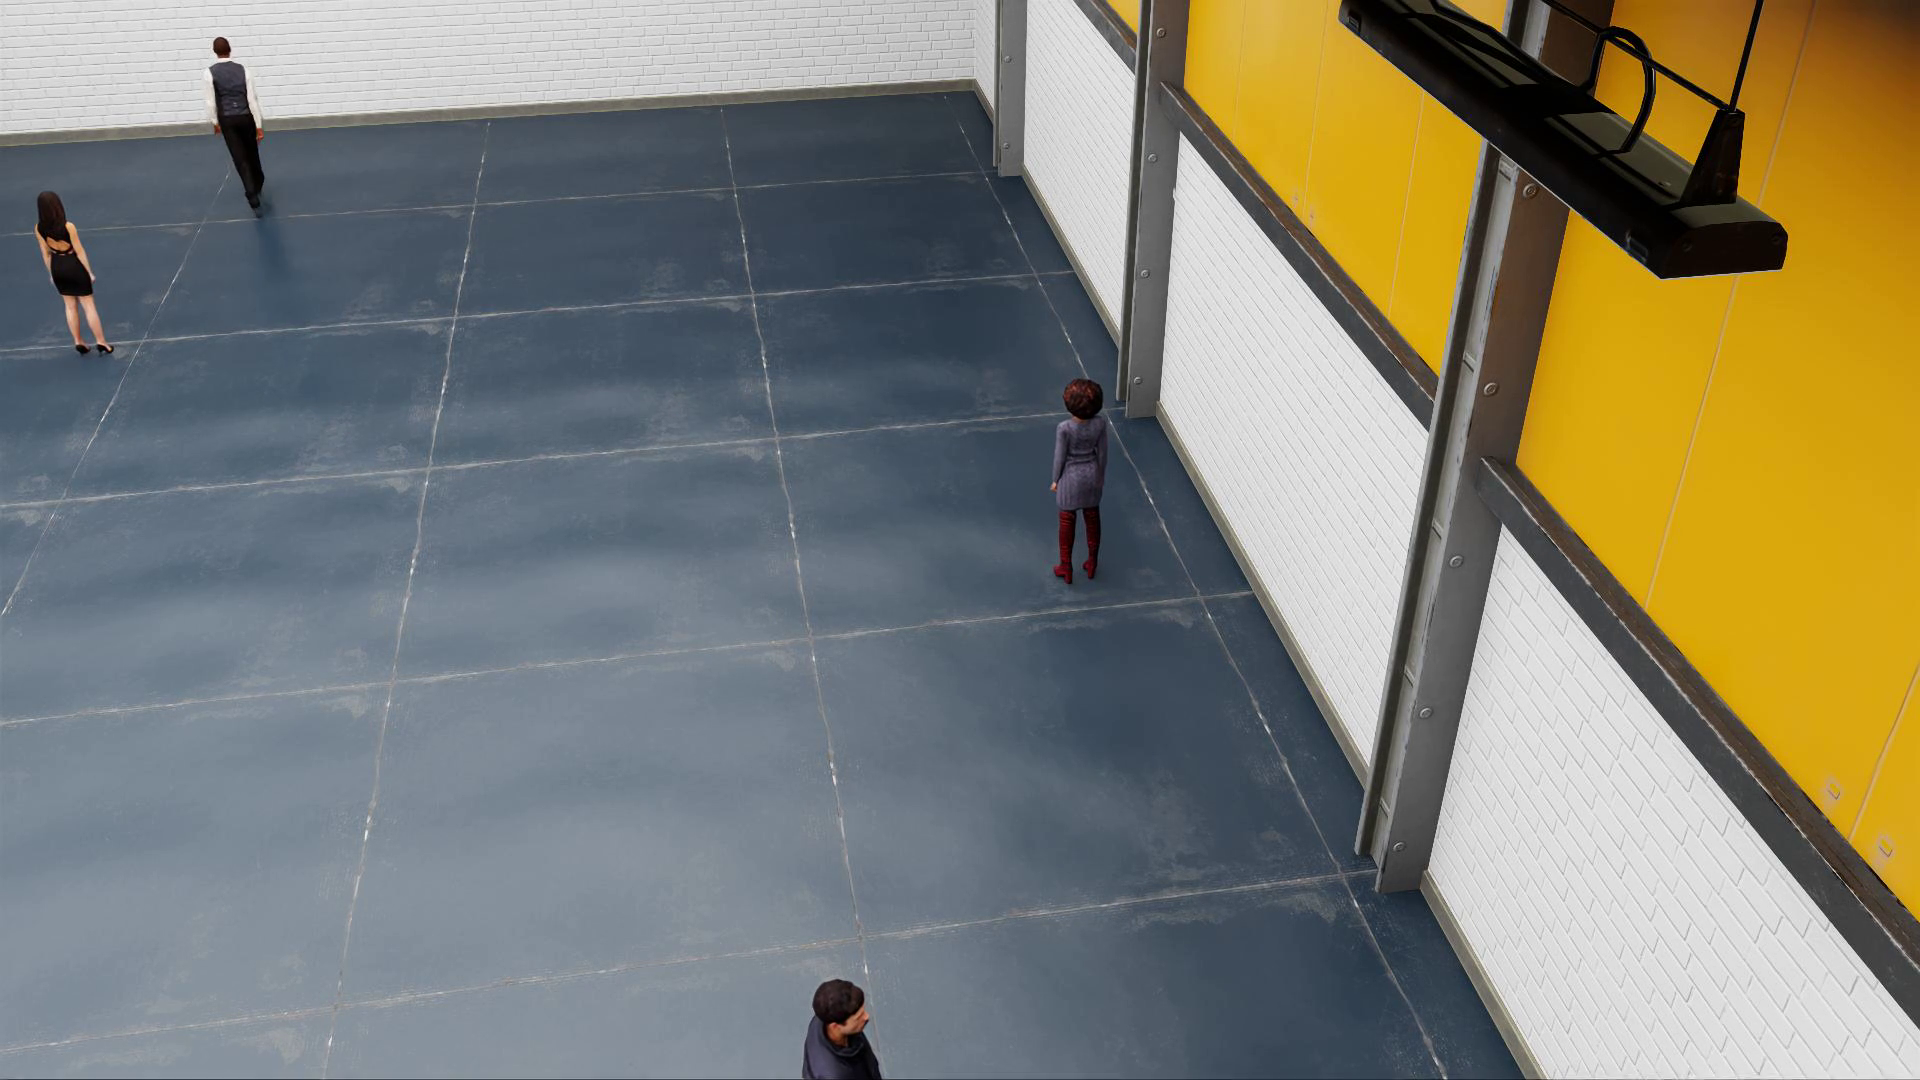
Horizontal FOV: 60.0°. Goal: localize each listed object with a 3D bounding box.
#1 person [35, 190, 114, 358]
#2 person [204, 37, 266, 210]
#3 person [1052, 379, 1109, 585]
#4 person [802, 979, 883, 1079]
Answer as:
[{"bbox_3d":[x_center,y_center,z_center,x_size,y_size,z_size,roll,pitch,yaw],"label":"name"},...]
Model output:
[{"bbox_3d":[-8.403,-2.498,15.702,0.577,1.645,0.534,1,34,1],"label":"person"},{"bbox_3d":[-8.139,-4.656,18.732,0.984,1.885,1.357,-17,37,-24],"label":"person"},{"bbox_3d":[0.906,-0.443,12.551,0.596,1.710,0.542,-9,35,-13],"label":"person"},{"bbox_3d":[-0.550,2.698,7.631,0.880,1.928,0.641,-1,34,-2],"label":"person"}]
